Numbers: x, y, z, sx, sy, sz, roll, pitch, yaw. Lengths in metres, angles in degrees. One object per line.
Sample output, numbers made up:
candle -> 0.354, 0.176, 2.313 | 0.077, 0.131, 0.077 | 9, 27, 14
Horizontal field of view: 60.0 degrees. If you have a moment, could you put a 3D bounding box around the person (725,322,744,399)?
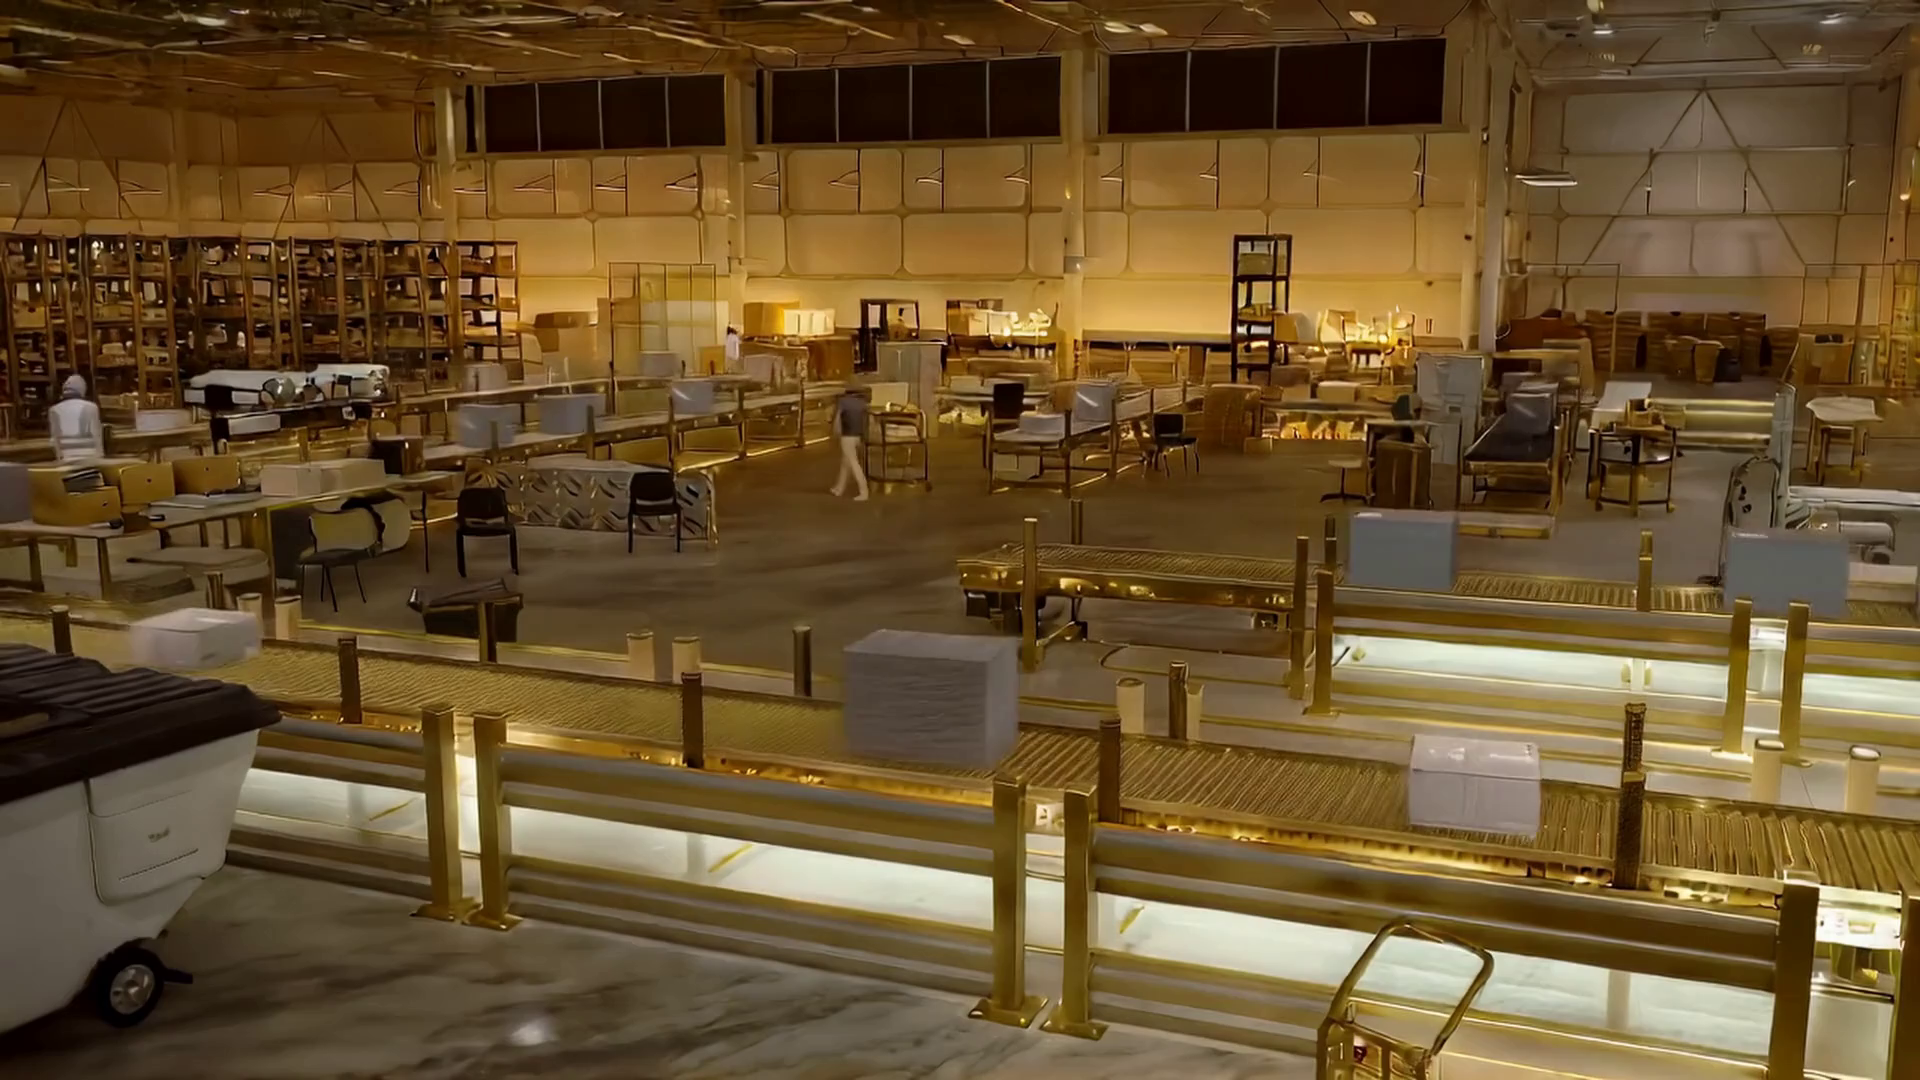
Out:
person -> -5.099, -4.057, 37.698 | 0.531, 1.768, 0.311 | 8, 12, 39

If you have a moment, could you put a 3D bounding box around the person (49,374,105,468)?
person -> -9.930, -0.965, 18.789 | 0.622, 1.818, 0.427 | 0, 9, 2

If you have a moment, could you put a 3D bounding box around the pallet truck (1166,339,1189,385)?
pallet truck -> 5.418, -4.269, 40.420 | 0.704, 1.261, 1.522 | 3, 10, 20

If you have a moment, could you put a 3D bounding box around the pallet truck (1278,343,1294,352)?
pallet truck -> 7.886, -4.163, 39.743 | 0.653, 1.274, 1.630 | 4, 10, 22

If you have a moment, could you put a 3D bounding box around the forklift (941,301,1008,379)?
forklift -> 0.365, -4.966, 41.571 | 1.157, 1.987, 2.680 | 3, 10, 20

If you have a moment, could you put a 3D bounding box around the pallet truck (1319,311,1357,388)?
pallet truck -> 9.071, -4.419, 39.190 | 0.823, 1.965, 1.885 | 5, 10, 26

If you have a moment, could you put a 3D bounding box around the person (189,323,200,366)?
person -> -17.741, -4.318, 38.678 | 0.606, 1.958, 0.785 | 6, 11, 31

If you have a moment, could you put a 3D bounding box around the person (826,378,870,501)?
person -> -1.401, -1.312, 21.645 | 0.506, 1.571, 0.898 | -8, 12, -41

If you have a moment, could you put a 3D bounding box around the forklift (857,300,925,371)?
forklift -> -1.732, -5.109, 42.468 | 1.157, 1.987, 2.680 | 4, 10, 22

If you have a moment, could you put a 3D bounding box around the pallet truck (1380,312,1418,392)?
pallet truck -> 10.207, -4.283, 38.369 | 0.823, 1.965, 1.885 | 3, 10, 20

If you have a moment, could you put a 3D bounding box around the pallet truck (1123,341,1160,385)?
pallet truck -> 4.445, -4.380, 41.279 | 0.680, 1.201, 1.601 | 4, 10, 22

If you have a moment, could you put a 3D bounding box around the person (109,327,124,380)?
person -> -19.550, -4.229, 38.533 | 0.563, 1.836, 0.376 | 5, 11, 29
